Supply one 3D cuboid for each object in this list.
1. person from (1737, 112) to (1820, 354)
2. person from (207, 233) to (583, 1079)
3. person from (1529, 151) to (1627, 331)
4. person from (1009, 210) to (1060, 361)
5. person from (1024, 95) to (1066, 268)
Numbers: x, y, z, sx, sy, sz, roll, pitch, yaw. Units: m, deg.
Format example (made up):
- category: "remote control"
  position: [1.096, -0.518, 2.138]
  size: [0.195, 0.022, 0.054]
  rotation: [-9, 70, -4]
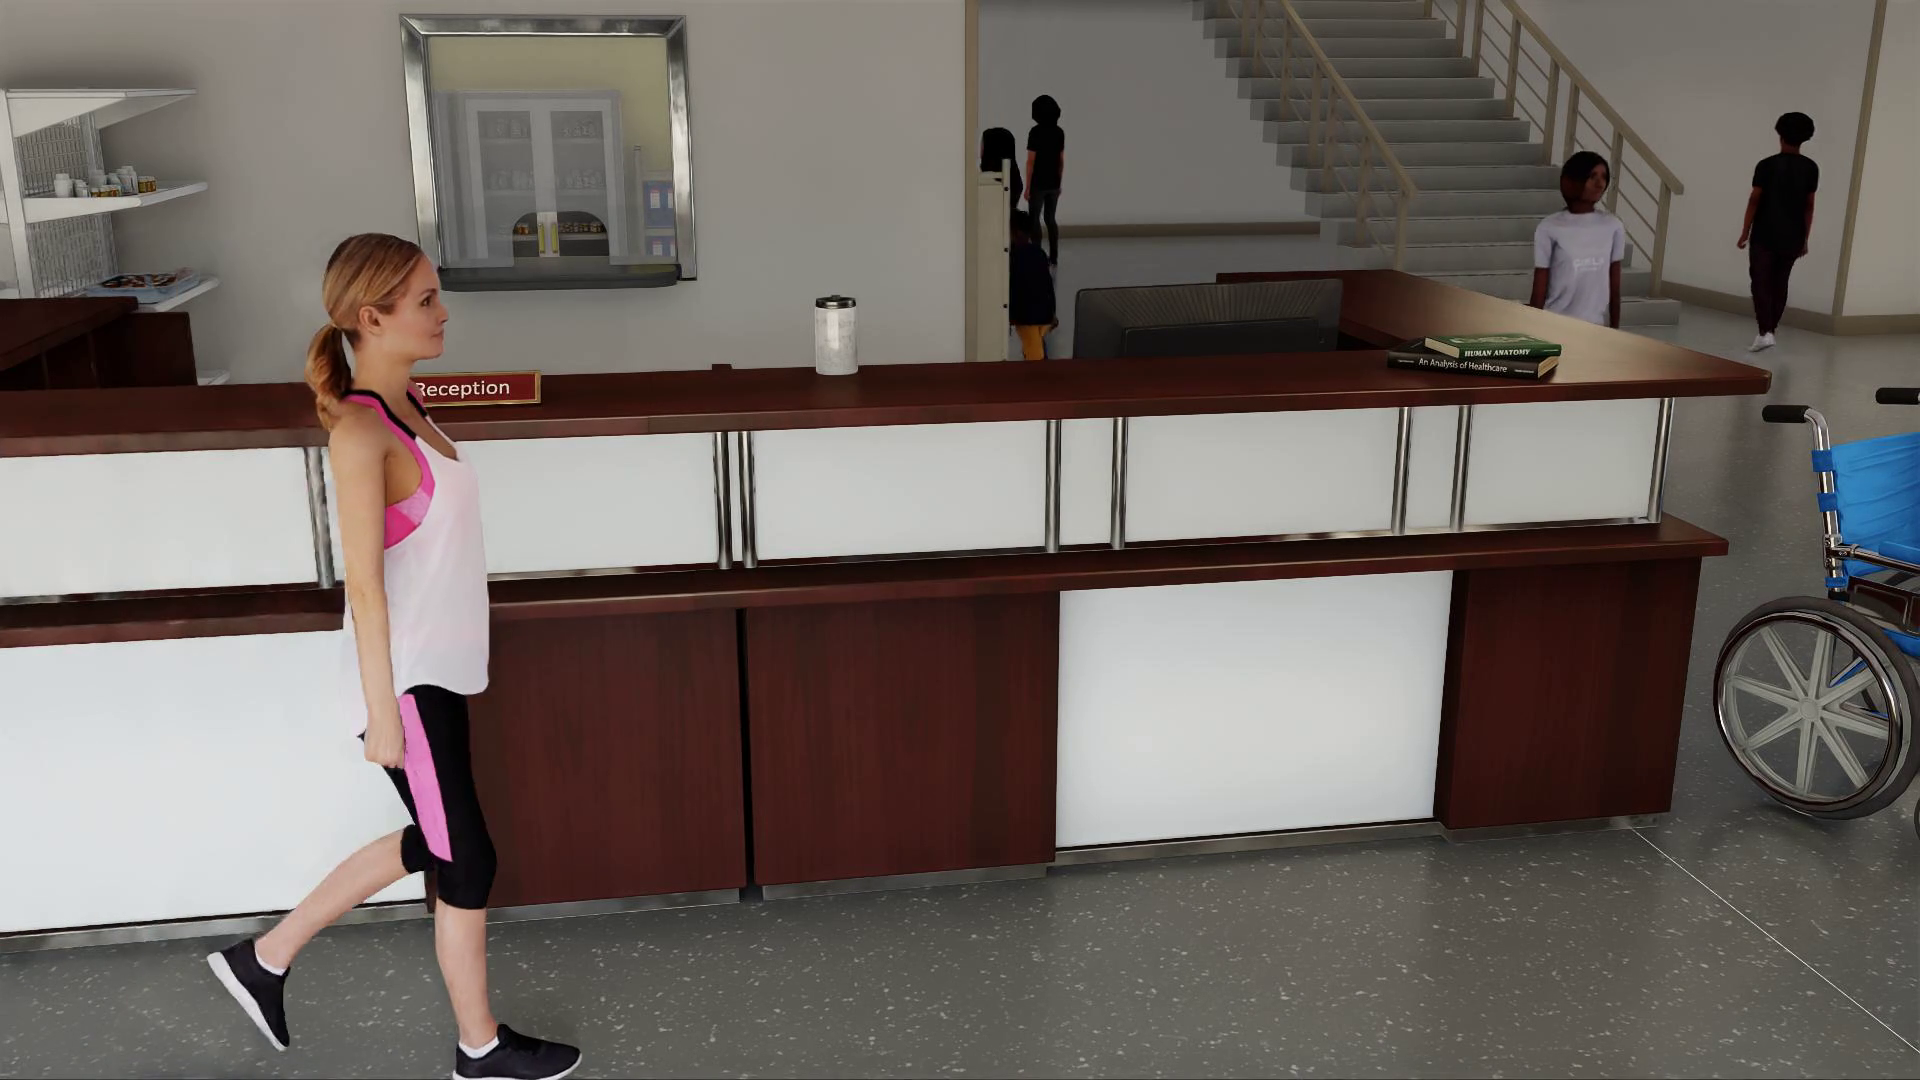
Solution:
- category: "person"
  position: [6.184, -2.325, 12.559]
  size: [0.754, 1.791, 0.982]
  rotation: [1, 16, 2]
- category: "person"
  position: [-1.160, 0.303, 3.272]
  size: [0.685, 1.773, 0.884]
  rotation: [-2, 16, -7]
- category: "person"
  position: [2.839, -0.954, 7.874]
  size: [0.591, 1.695, 1.051]
  rotation: [-3, 16, -10]
- category: "person"
  position: [0.479, -1.381, 10.217]
  size: [0.703, 1.245, 0.768]
  rotation: [-13, 20, -39]
- category: "person"
  position: [0.918, -3.846, 17.871]
  size: [0.704, 1.824, 0.679]
  rotation: [-11, 19, -34]
